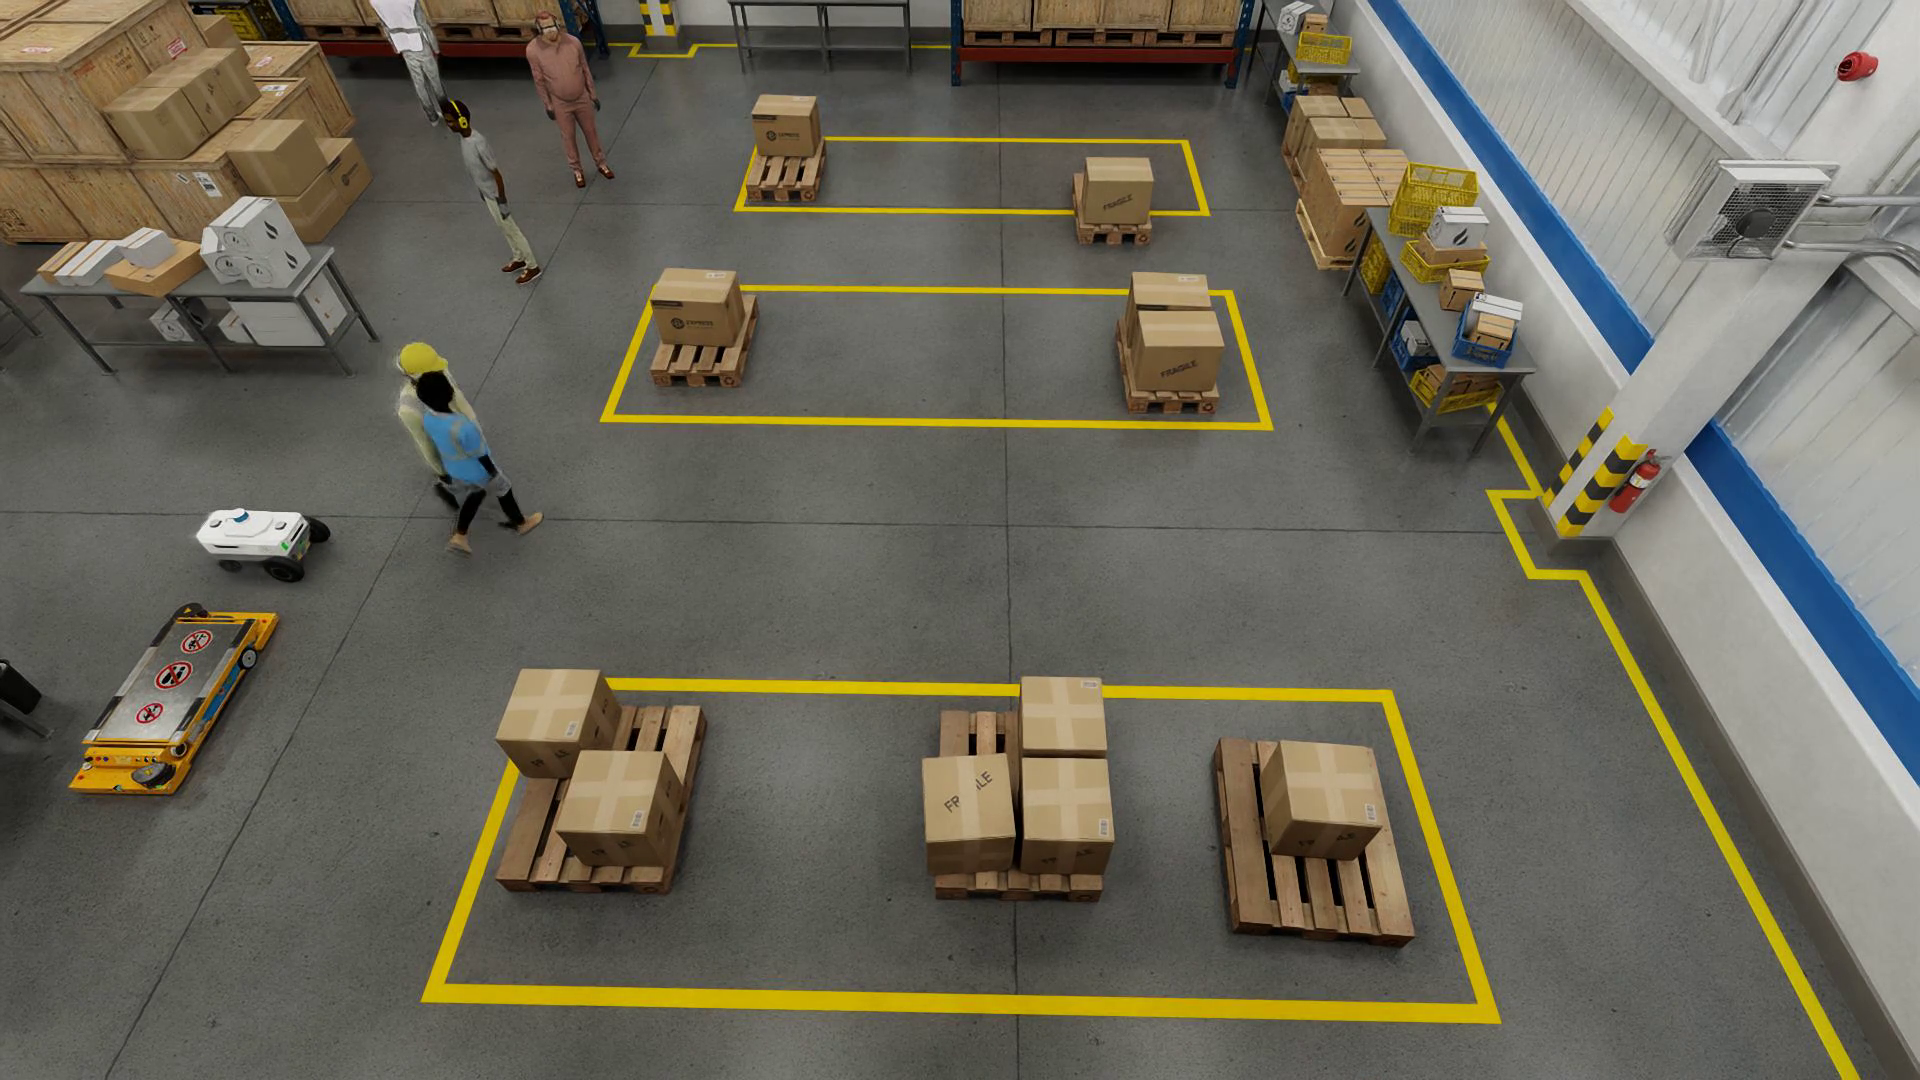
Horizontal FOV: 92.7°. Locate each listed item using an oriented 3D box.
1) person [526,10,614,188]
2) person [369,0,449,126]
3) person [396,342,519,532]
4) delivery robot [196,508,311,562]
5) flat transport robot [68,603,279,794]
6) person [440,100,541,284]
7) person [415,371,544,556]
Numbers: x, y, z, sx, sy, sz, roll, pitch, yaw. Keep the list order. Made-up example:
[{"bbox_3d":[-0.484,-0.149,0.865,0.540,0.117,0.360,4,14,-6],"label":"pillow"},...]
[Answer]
[{"bbox_3d":[-4.494,-5.074,10.579,0.636,1.909,0.405,-26,55,-20],"label":"person"},{"bbox_3d":[-6.855,-6.195,11.529,0.593,1.909,0.409,0,50,0],"label":"person"},{"bbox_3d":[-3.929,-0.747,6.992,0.702,1.806,0.635,3,50,2],"label":"person"},{"bbox_3d":[-5.496,-0.051,7.148,0.707,0.478,0.477,2,50,2],"label":"delivery robot"},{"bbox_3d":[-5.504,1.072,6.442,0.652,0.197,1.431,1,50,1],"label":"flat transport robot"},{"bbox_3d":[-4.742,-3.492,9.264,0.315,1.870,0.532,-37,59,-27],"label":"person"},{"bbox_3d":[-3.717,-0.521,6.875,0.543,1.678,0.666,20,53,16],"label":"person"}]
